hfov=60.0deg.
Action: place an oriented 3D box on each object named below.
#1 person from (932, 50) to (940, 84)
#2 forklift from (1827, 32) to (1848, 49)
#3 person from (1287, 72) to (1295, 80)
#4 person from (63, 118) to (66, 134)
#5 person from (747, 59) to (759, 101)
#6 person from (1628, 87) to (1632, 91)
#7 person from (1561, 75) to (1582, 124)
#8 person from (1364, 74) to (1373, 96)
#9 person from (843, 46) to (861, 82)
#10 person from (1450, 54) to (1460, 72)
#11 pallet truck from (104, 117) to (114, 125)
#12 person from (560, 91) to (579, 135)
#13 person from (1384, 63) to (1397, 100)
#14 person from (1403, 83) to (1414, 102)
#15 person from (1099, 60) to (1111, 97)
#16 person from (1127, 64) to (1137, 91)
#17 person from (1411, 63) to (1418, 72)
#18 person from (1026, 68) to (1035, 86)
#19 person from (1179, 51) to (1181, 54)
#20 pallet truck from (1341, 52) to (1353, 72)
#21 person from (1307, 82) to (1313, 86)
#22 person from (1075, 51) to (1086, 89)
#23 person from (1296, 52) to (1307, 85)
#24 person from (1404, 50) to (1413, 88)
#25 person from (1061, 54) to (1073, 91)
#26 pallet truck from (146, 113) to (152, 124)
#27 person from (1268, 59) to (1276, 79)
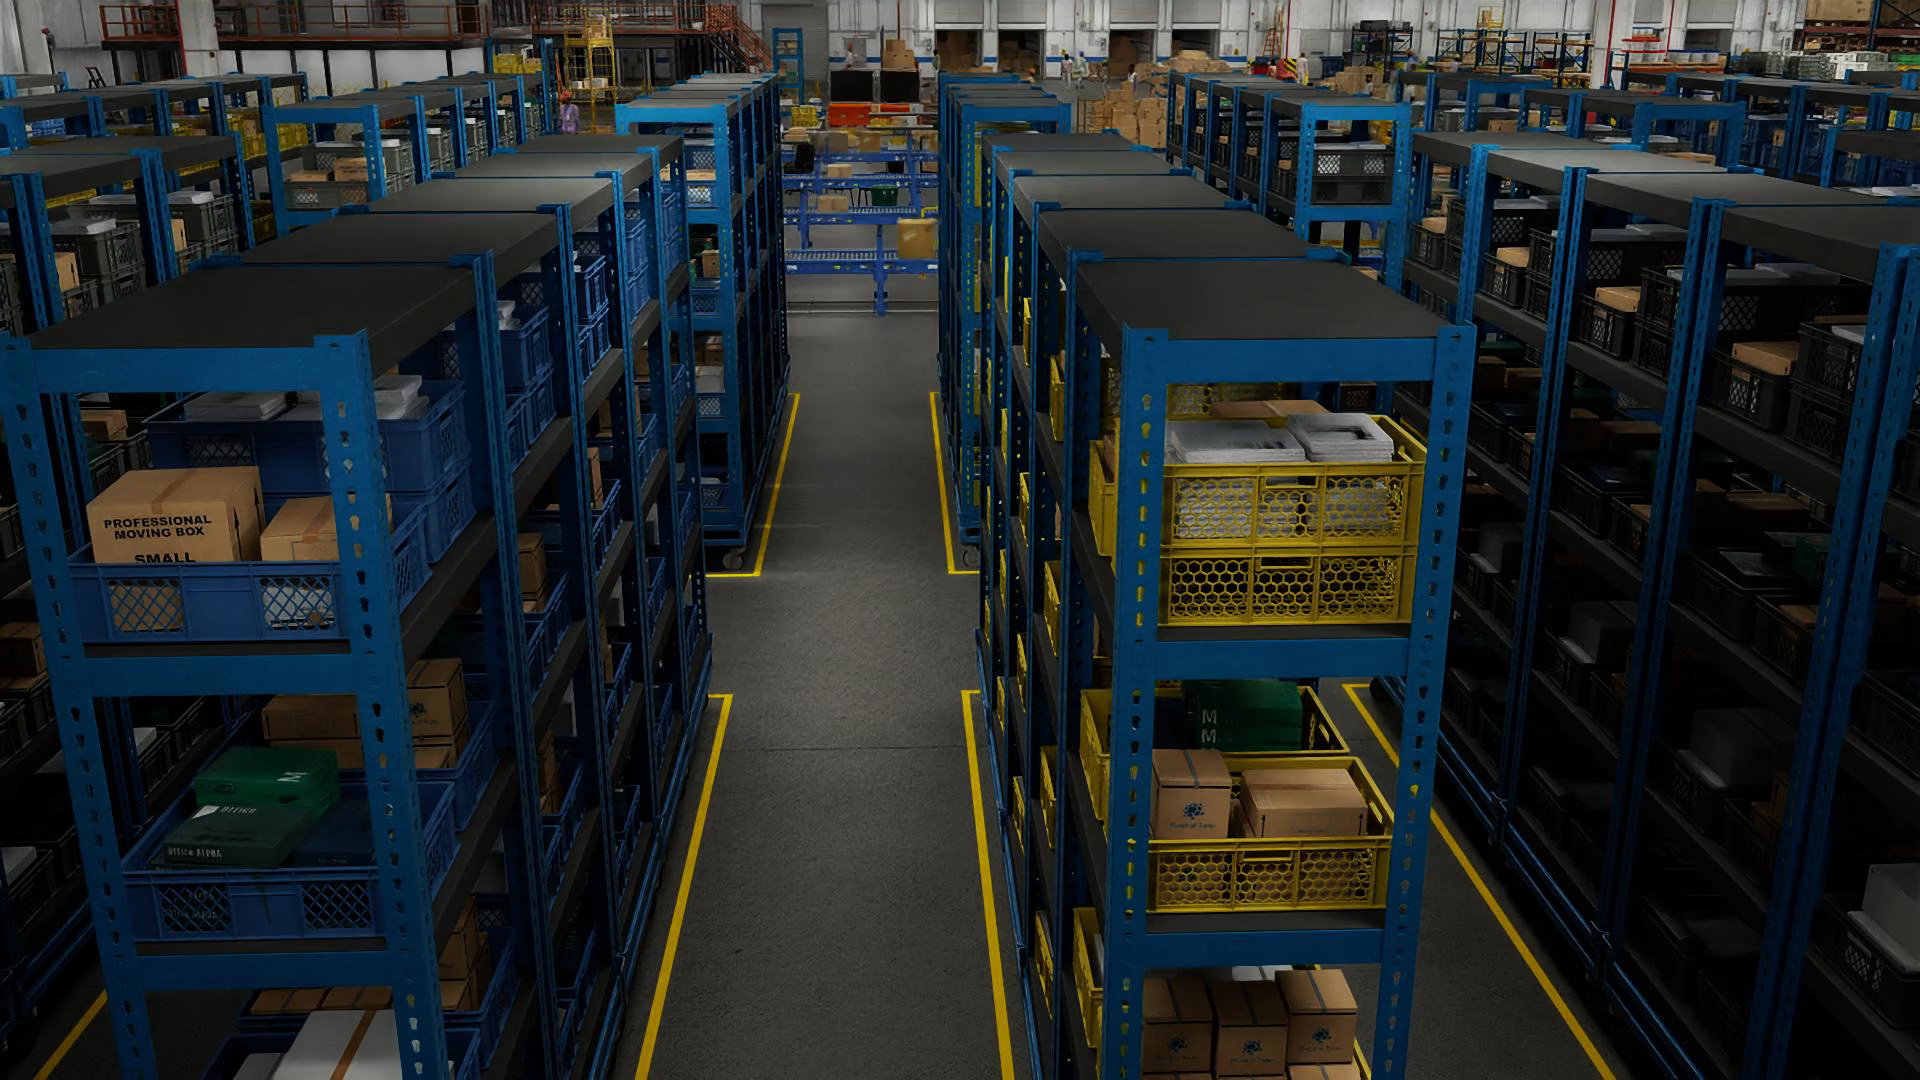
[{"bbox_3d":[-1.313,-26.058,91.590,0.429,1.830,0.639,-2,18,-8],"label":"person"},{"bbox_3d":[46.023,-25.321,87.619,1.129,2.768,1.873,-1,18,-2],"label":"forklift"},{"bbox_3d":[11.904,-16.134,60.782,0.957,1.901,0.555,10,21,29],"label":"person"},{"bbox_3d":[-22.973,-10.168,42.289,0.651,1.907,0.409,-9,20,-25],"label":"person"},{"bbox_3d":[-9.283,-20.644,74.745,0.573,1.883,0.355,2,18,7],"label":"person"},{"bbox_3d":[21.126,-13.469,52.774,0.522,1.741,0.363,-8,20,-23],"label":"person"},{"bbox_3d":[20.168,-14.305,54.876,0.679,2.000,0.536,10,20,28],"label":"person"},{"bbox_3d":[14.557,-15.699,59.467,0.315,1.866,0.533,-1,18,-2],"label":"person"},{"bbox_3d":[-6.175,-26.962,94.188,1.060,1.937,0.637,-7,19,-21],"label":"person"},{"bbox_3d":[24.258,-22.848,81.525,0.499,1.900,0.621,13,22,35],"label":"person"},{"bbox_3d":[-18.367,-7.885,35.078,1.885,1.965,0.823,1,18,2],"label":"pallet truck"},{"bbox_3d":[-10.529,-11.046,44.786,0.607,2.044,0.375,9,20,25],"label":"person"},{"bbox_3d":[18.691,-19.728,72.005,0.979,1.816,0.543,-8,20,-24],"label":"person"},{"bbox_3d":[15.582,-15.105,57.533,0.857,1.938,0.605,0,18,0],"label":"person"},{"bbox_3d":[6.922,-21.899,78.892,0.590,1.723,0.488,14,22,36],"label":"person"},{"bbox_3d":[6.968,-18.314,67.476,0.391,1.920,0.593,-10,20,-27],"label":"person"},{"bbox_3d":[19.779,-19.714,72.015,0.896,1.809,0.522,8,20,23],"label":"person"},{"bbox_3d":[2.678,-17.171,63.984,0.988,1.900,0.553,-7,19,-19],"label":"person"},{"bbox_3d":[11.586,-24.846,87.770,1.002,1.880,0.595,7,19,20],"label":"person"},{"bbox_3d":[18.794,-23.123,82.231,0.823,1.965,1.885,-13,22,-35],"label":"pallet truck"},{"bbox_3d":[11.938,-14.852,57.130,0.320,1.694,0.533,5,19,15],"label":"person"},{"bbox_3d":[6.233,-24.394,86.320,0.624,1.912,0.952,14,22,36],"label":"person"},{"bbox_3d":[17.074,-23.382,83.128,0.351,1.936,0.634,-17,24,-41],"label":"person"},{"bbox_3d":[23.578,-24.744,87.384,0.416,1.915,0.561,3,18,8],"label":"person"},{"bbox_3d":[5.368,-23.559,83.831,0.627,1.843,0.429,6,19,19],"label":"person"},{"bbox_3d":[-18.087,-8.309,36.390,1.885,1.965,0.823,-1,18,-4],"label":"pallet truck"},{"bbox_3d":[15.097,-22.404,80.504,0.533,1.690,0.321,-15,23,-40],"label":"person"}]
